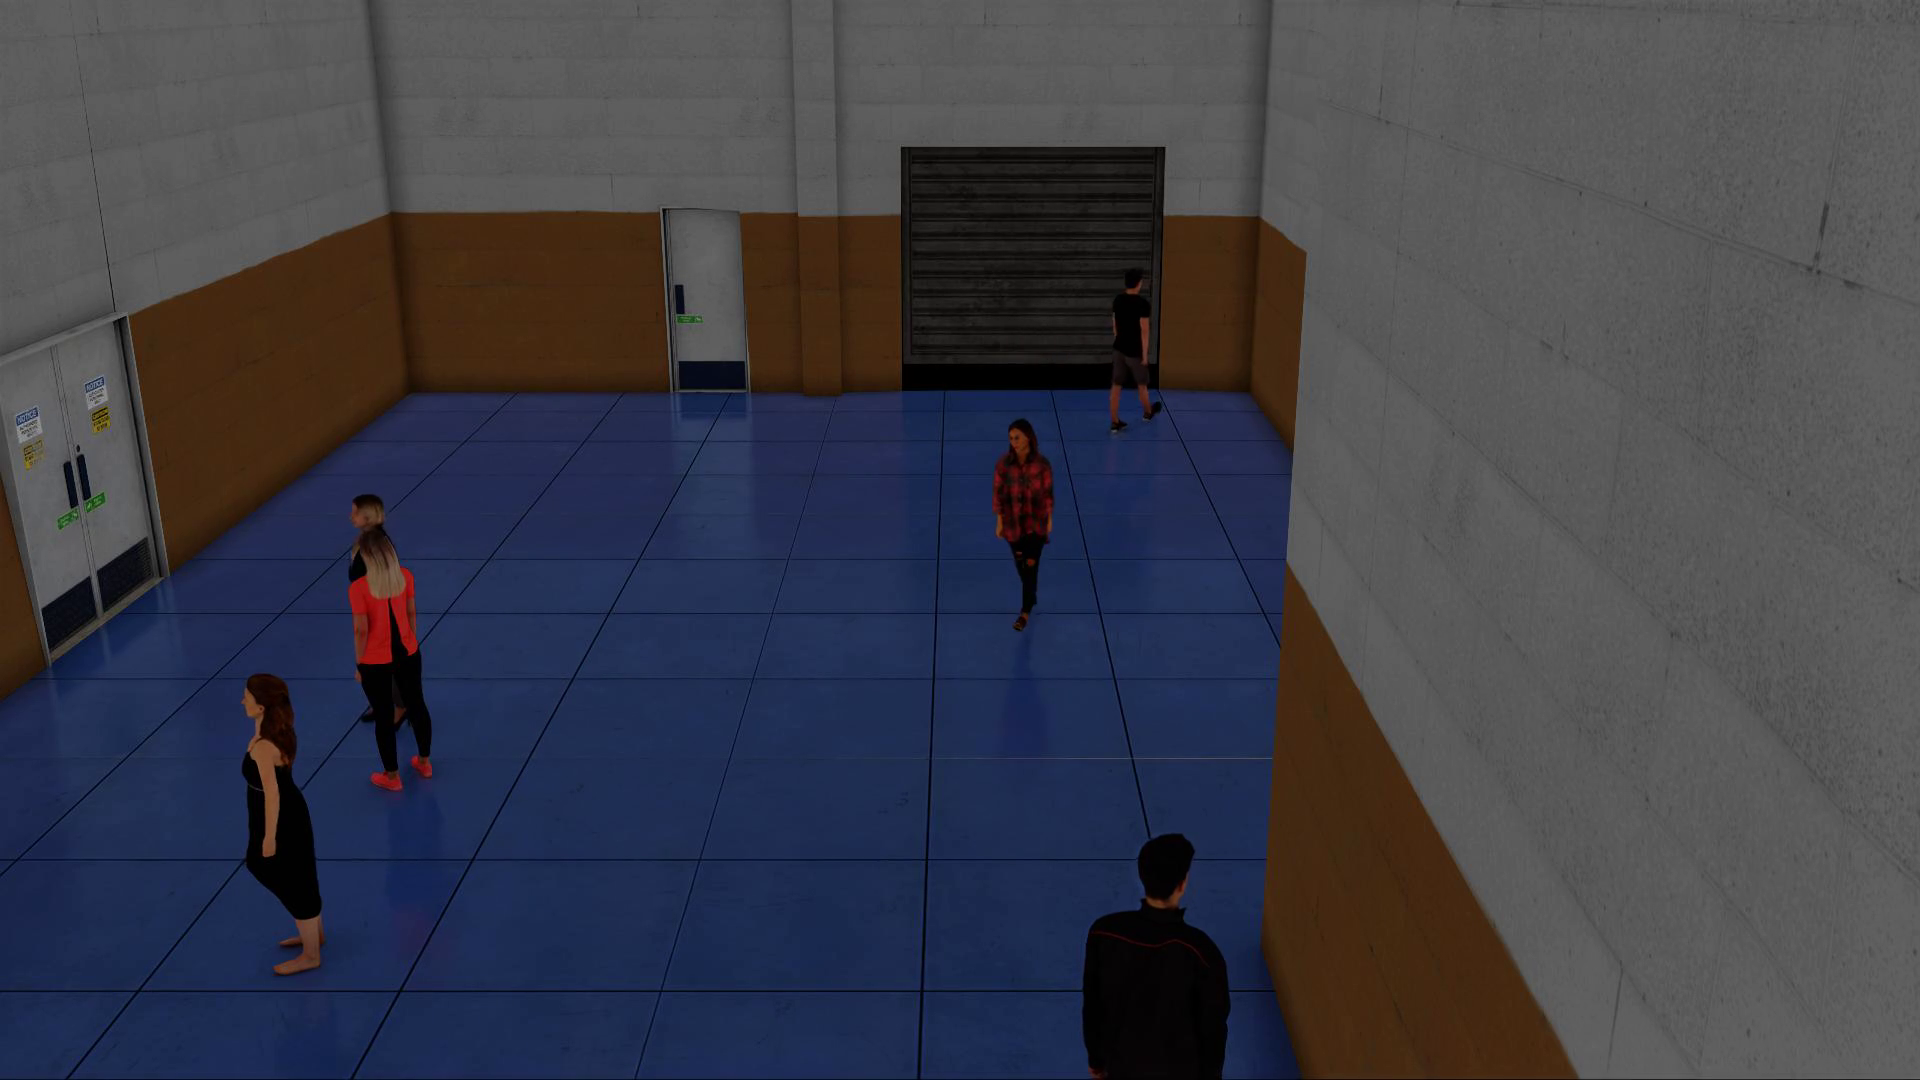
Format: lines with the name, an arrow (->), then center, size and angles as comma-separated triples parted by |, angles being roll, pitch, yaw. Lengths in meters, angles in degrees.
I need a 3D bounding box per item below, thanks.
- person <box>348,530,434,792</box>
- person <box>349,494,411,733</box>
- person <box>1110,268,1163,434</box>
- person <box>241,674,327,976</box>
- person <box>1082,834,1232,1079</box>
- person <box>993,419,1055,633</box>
person -> -3.575, 0.742, 10.435 | 0.723, 1.695, 0.675 | 16, 24, 39
person -> -3.862, 0.495, 11.220 | 0.729, 1.660, 0.686 | -12, 22, -33
person -> 1.840, -2.094, 18.641 | 1.190, 1.824, 1.176 | 14, 23, 35
person -> -3.451, 1.437, 8.484 | 0.619, 1.624, 0.621 | -4, 19, -11
person -> 0.731, 1.998, 6.317 | 0.704, 1.945, 0.852 | 9, 21, 24
person -> 0.509, -0.136, 13.113 | 1.111, 1.645, 0.855 | 4, 19, 12
